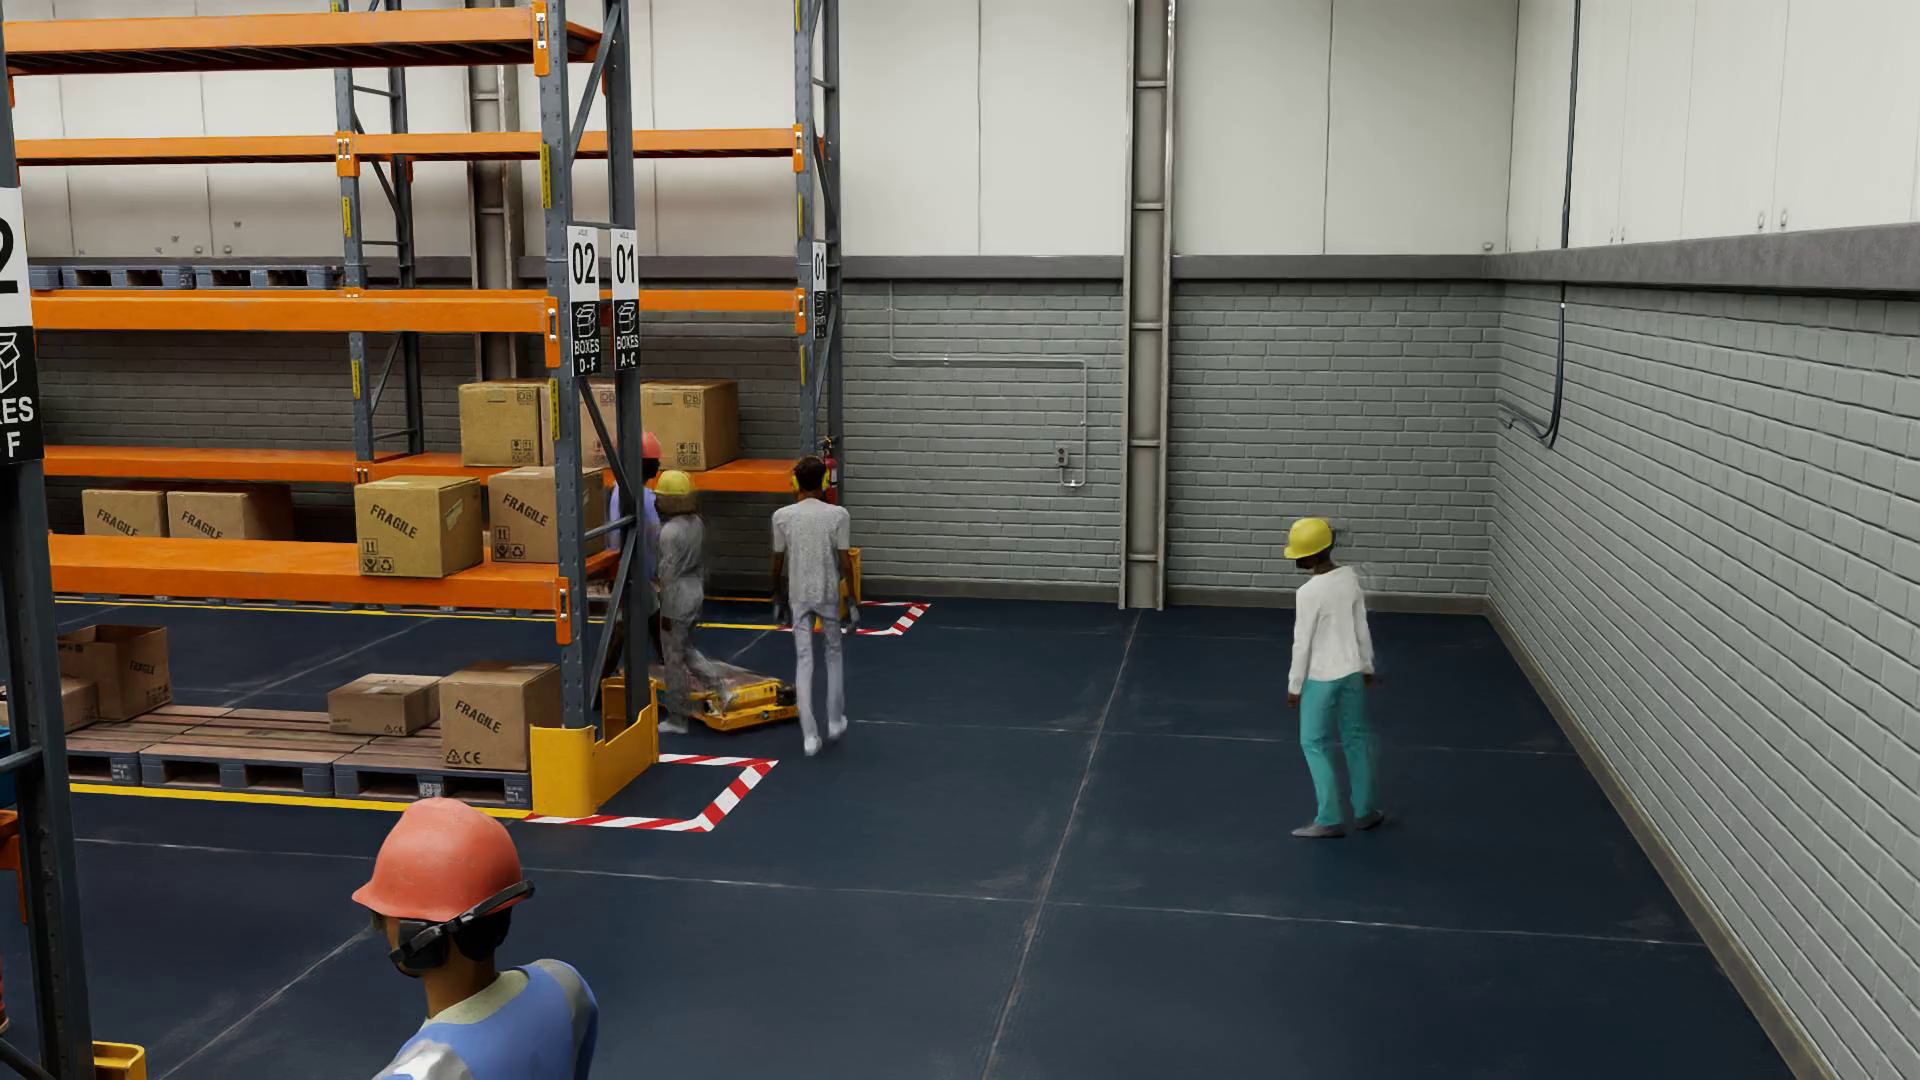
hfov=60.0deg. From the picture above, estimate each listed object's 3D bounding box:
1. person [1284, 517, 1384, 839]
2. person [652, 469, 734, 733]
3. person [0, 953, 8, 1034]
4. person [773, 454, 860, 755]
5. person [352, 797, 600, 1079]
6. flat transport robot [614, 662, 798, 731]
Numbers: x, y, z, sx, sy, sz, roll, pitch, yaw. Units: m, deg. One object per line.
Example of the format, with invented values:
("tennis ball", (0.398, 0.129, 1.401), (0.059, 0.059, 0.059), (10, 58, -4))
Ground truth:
("person", (2.001, 0.717, 8.829), (0.696, 1.718, 0.367), (-8, 12, -40))
("person", (-1.771, 0.404, 10.706), (0.456, 1.731, 0.500), (3, 10, 18))
("person", (-3.980, 0.994, 6.308), (0.611, 1.985, 0.416), (1, 9, 5))
("person", (-0.899, 0.379, 10.506), (0.572, 1.843, 0.803), (1, 9, 4))
("person", (-0.915, 1.476, 3.115), (0.377, 2.045, 0.605), (3, 10, 17))
("flat transport robot", (-1.754, 1.023, 11.412), (0.652, 0.197, 1.431), (-8, 12, -42))
